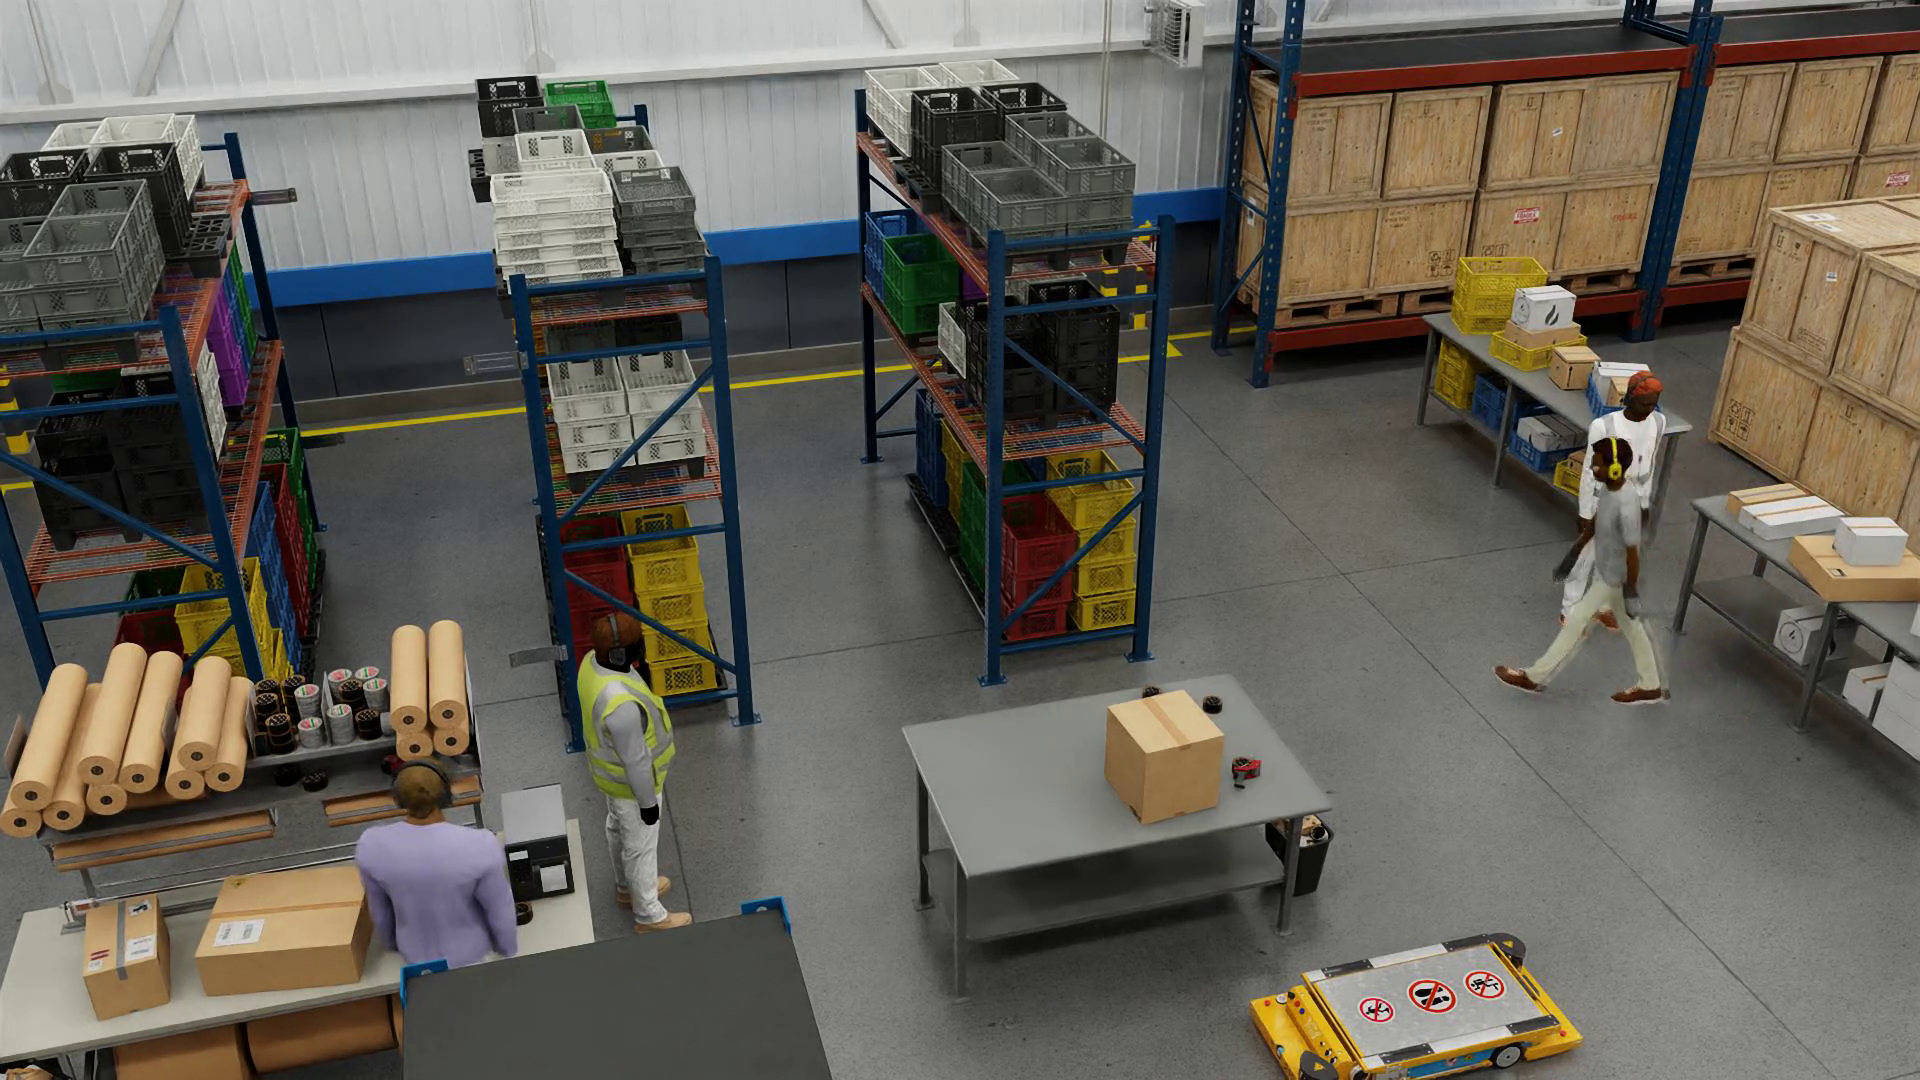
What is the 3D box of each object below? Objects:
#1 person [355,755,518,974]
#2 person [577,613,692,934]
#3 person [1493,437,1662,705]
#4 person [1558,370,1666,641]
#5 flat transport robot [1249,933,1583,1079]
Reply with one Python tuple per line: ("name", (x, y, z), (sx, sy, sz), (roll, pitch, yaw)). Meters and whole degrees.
("person", (-2.211, 1.766, 7.212), (0.629, 1.932, 0.371), (2, 29, 3))
("person", (-1.647, 1.172, 8.383), (0.429, 1.844, 0.626), (-14, 32, -23))
("person", (3.952, 0.211, 10.181), (1.061, 1.796, 0.481), (8, 30, 14))
("person", (4.286, -0.231, 10.888), (0.572, 1.887, 0.356), (-11, 31, -19))
("flat transport robot", (2.184, 2.282, 7.980), (1.431, 0.197, 0.652), (-8, 30, -14))
